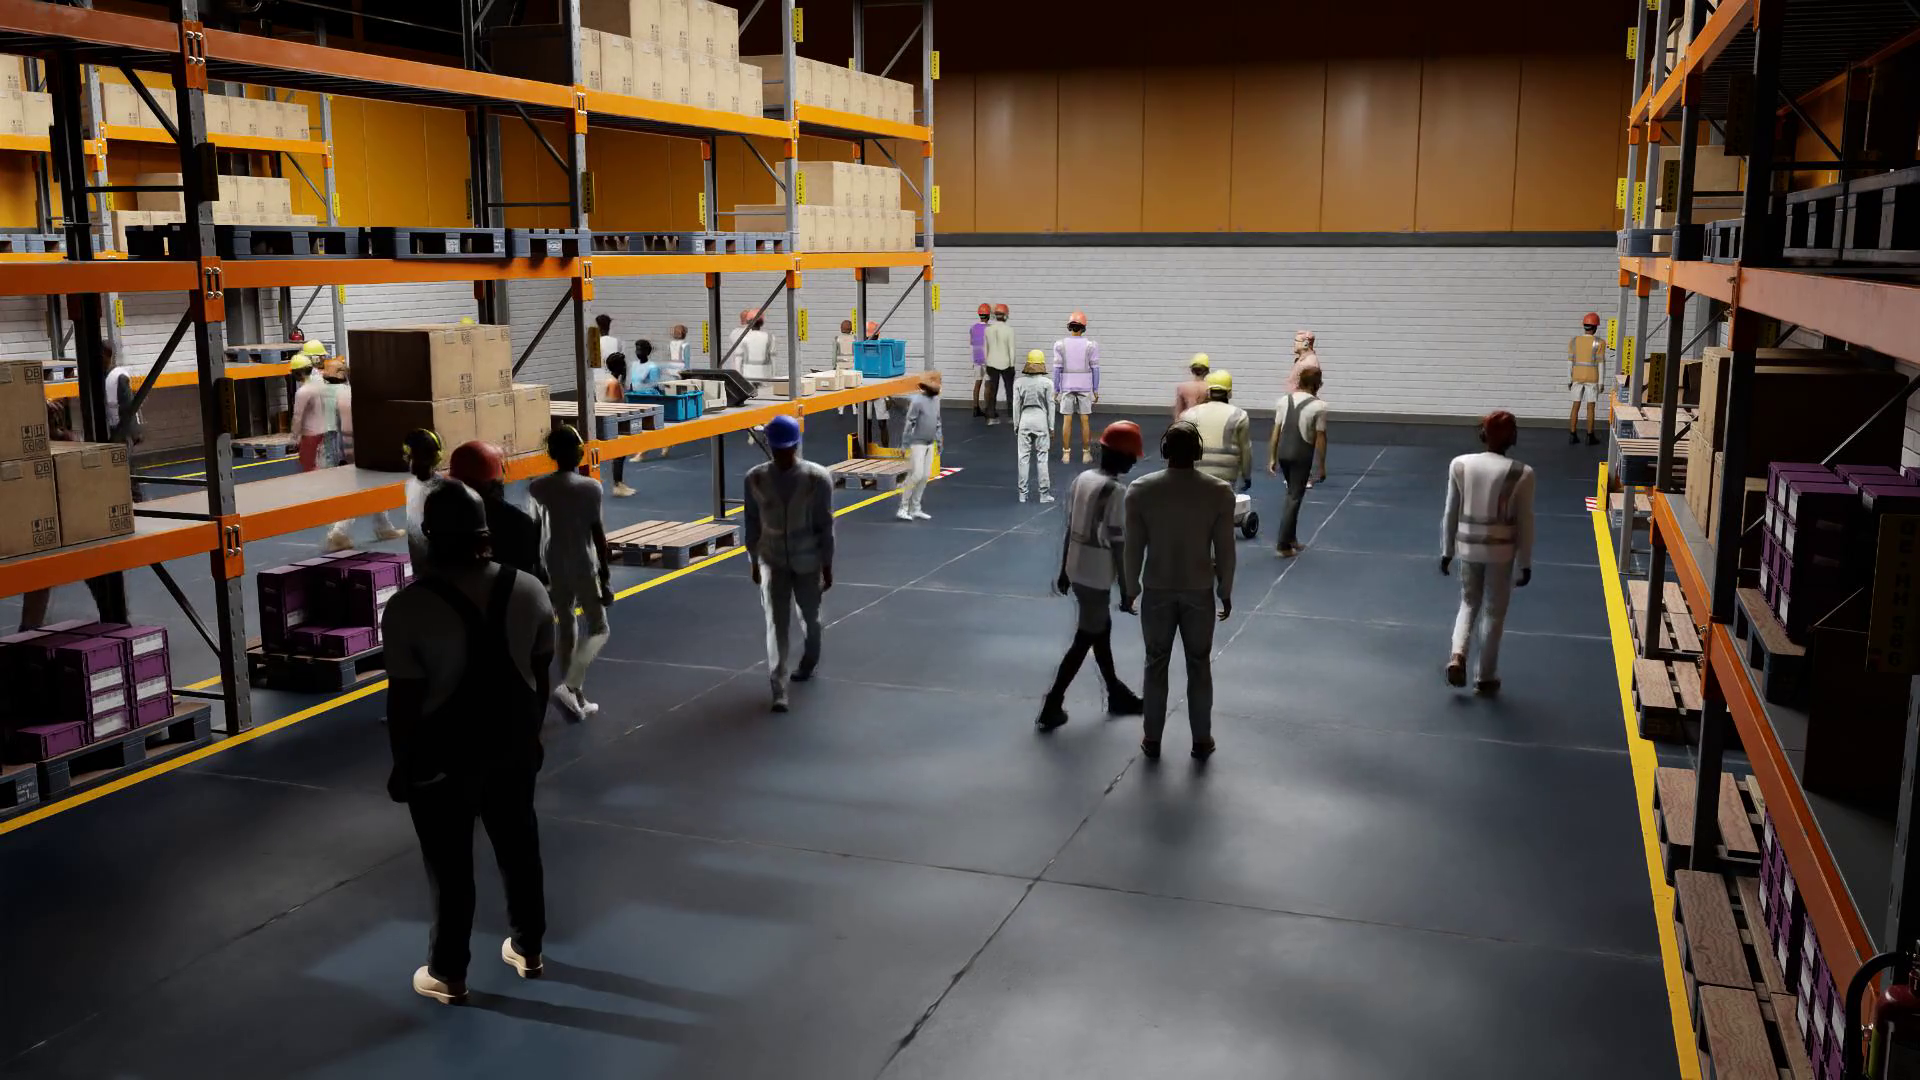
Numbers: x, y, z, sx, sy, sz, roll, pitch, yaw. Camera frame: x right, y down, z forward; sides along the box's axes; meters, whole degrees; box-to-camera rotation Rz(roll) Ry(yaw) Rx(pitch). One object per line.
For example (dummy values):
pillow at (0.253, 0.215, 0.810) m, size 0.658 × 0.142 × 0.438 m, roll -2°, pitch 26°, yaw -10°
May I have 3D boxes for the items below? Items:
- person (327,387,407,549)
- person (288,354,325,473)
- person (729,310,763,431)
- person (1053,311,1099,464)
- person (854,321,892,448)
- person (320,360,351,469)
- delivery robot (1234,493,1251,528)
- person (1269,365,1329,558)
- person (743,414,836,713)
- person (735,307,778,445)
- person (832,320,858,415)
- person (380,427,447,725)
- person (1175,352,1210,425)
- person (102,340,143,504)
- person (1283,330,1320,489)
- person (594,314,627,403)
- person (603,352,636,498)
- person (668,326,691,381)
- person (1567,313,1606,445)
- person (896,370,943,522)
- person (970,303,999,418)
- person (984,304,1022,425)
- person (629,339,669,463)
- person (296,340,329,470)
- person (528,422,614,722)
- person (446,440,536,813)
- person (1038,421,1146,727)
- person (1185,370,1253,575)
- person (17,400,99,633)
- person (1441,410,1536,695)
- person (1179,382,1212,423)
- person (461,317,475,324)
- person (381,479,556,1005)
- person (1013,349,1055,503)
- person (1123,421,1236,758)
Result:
person at (-5.823, -0.827, 16.168) m, size 0.620 × 1.806 × 0.939 m, roll 7°, pitch 12°, yaw 36°
person at (-7.044, -1.127, 17.951) m, size 0.353 × 1.751 × 0.541 m, roll -1°, pitch 10°, yaw -5°
person at (-3.325, -2.671, 26.238) m, size 0.636 × 1.911 × 0.406 m, roll 8°, pitch 13°, yaw 38°
person at (1.557, -2.039, 22.297) m, size 0.614 × 2.040 × 0.390 m, roll 1°, pitch 10°, yaw 7°
person at (-1.150, -1.905, 21.870) m, size 0.543 × 1.932 × 0.384 m, roll 3°, pitch 11°, yaw 17°
person at (-7.016, -1.210, 18.782) m, size 0.507 × 1.633 × 0.275 m, roll 1°, pitch 10°, yaw 3°
delivery robot at (2.592, -0.317, 16.525) m, size 0.477 × 0.478 × 0.707 m, roll 8°, pitch 13°, yaw 37°
person at (3.216, -0.735, 15.617) m, size 0.605 × 1.816 × 0.512 m, roll -9°, pitch 14°, yaw -42°
person at (-1.084, 0.092, 10.765) m, size 0.610 × 1.892 × 0.962 m, roll 1°, pitch 10°, yaw 3°
person at (-2.952, -2.362, 24.191) m, size 0.613 × 2.026 × 0.658 m, roll -3°, pitch 10°, yaw -15°
person at (-1.944, -2.957, 28.602) m, size 0.515 × 1.640 × 0.315 m, roll 0°, pitch 10°, yaw 3°
person at (-3.182, 0.201, 10.272) m, size 0.537 × 1.846 × 0.756 m, roll 7°, pitch 12°, yaw 33°
person at (2.610, -1.205, 18.446) m, size 0.533 × 1.744 × 0.711 m, roll 5°, pitch 11°, yaw 26°
person at (-9.258, -1.207, 18.021) m, size 0.625 × 1.889 × 0.775 m, roll 8°, pitch 13°, yaw 38°
person at (4.111, -1.572, 20.038) m, size 0.410 × 1.913 × 0.642 m, roll 1°, pitch 10°, yaw 8°
person at (-5.204, -2.318, 24.209) m, size 0.634 × 1.909 × 0.999 m, roll -8°, pitch 13°, yaw -37°
person at (-3.983, -1.345, 19.375) m, size 0.370 × 1.690 × 0.558 m, roll -2°, pitch 10°, yaw -11°
person at (-4.583, -2.735, 27.466) m, size 0.532 × 1.594 × 0.850 m, roll 8°, pitch 13°, yaw 37°
person at (9.208, -2.366, 24.435) m, size 0.552 × 1.935 × 0.373 m, roll 9°, pitch 13°, yaw 41°
person at (-0.387, -1.006, 17.690) m, size 0.409 × 1.605 × 0.525 m, roll 6°, pitch 12°, yaw 31°
person at (0.421, -3.051, 28.279) m, size 0.551 × 1.942 × 0.345 m, roll 9°, pitch 13°, yaw 41°
person at (0.694, -2.874, 27.233) m, size 0.643 × 1.970 × 0.757 m, roll 6°, pitch 12°, yaw 30°
person at (-4.214, -1.900, 22.548) m, size 0.530 × 1.671 × 0.748 m, roll 10°, pitch 14°, yaw 44°
person at (-7.444, -1.399, 19.288) m, size 0.404 × 1.829 × 0.600 m, roll -9°, pitch 13°, yaw -40°
person at (-2.365, 0.218, 10.098) m, size 0.538 × 1.860 × 0.506 m, roll 3°, pitch 11°, yaw 17°
person at (-2.442, 0.465, 8.390) m, size 0.649 × 1.964 × 0.651 m, roll 5°, pitch 11°, yaw 25°
person at (0.814, 0.207, 10.132) m, size 0.853 × 1.880 × 0.628 m, roll -5°, pitch 11°, yaw -26°
person at (2.340, -0.617, 14.946) m, size 0.595 × 1.804 × 0.778 m, roll 6°, pitch 12°, yaw 30°
person at (-6.393, -0.080, 11.813) m, size 0.657 × 1.852 × 1.015 m, roll 2°, pitch 10°, yaw 9°
person at (3.409, 0.094, 10.760) m, size 0.608 × 1.872 × 0.450 m, roll 9°, pitch 13°, yaw 40°
person at (2.340, -0.718, 16.068) m, size 0.532 × 1.615 × 0.686 m, roll 3°, pitch 10°, yaw 16°
person at (-7.919, -2.720, 26.905) m, size 0.303 × 1.772 × 0.522 m, roll -2°, pitch 10°, yaw -10°
person at (-1.944, 0.769, 6.491) m, size 0.677 × 2.000 × 0.536 m, roll -9°, pitch 14°, yaw -42°
person at (0.849, -1.297, 18.960) m, size 0.490 × 1.743 × 0.324 m, roll 3°, pitch 11°, yaw 18°
person at (1.249, 0.287, 9.491) m, size 0.636 × 1.937 × 0.358 m, roll 2°, pitch 10°, yaw 9°
